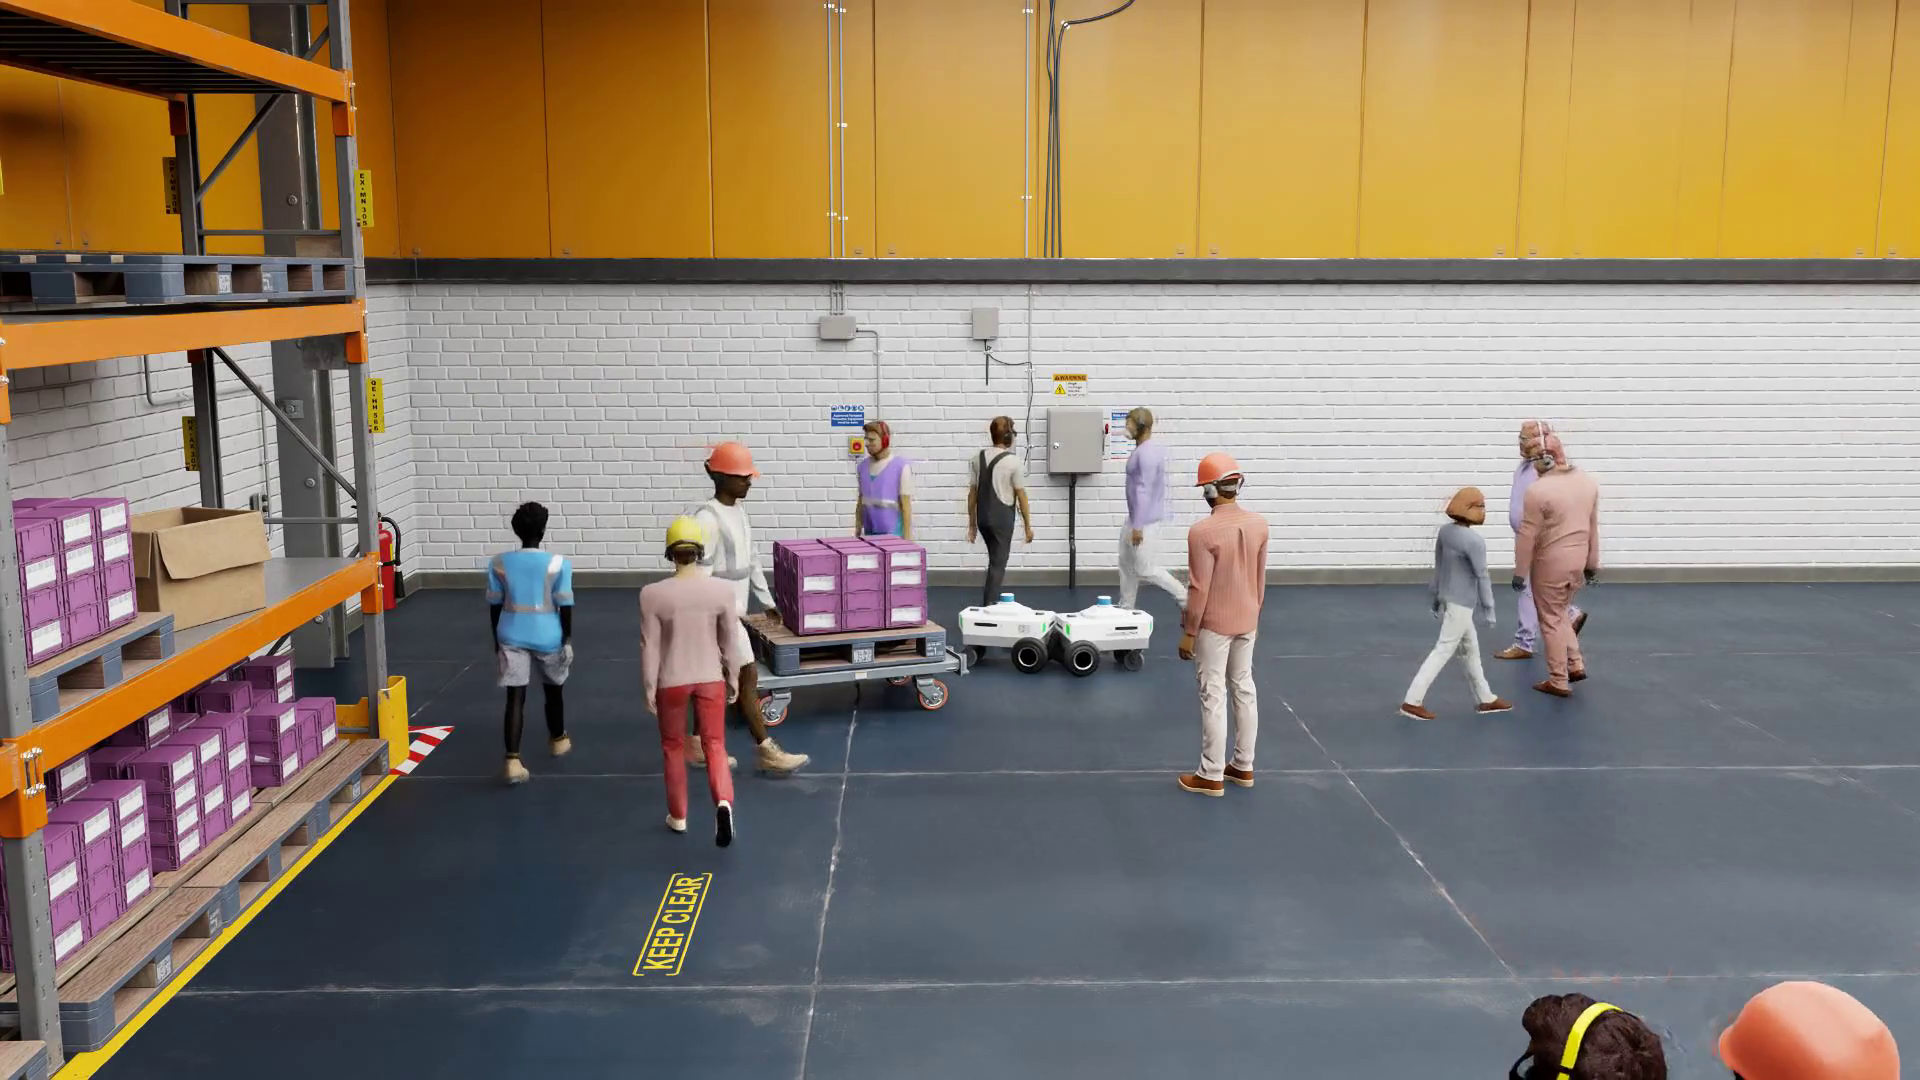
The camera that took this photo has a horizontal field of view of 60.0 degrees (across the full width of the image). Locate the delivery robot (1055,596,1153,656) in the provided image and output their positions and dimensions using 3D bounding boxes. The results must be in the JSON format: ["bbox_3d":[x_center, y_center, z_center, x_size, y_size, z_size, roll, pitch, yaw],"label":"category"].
[{"bbox_3d":[1.092,0.667,12.589,0.707,0.478,0.477,-2,9,-12],"label":"delivery robot"}]

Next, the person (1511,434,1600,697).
[{"bbox_3d":[4.202,0.184,11.807,0.677,1.876,0.440,-5,11,-29],"label":"person"}]

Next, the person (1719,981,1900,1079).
[{"bbox_3d":[1.379,1.630,2.901,0.603,1.886,0.692,-4,10,-22],"label":"person"}]

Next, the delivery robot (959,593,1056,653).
[{"bbox_3d":[0.357,0.649,12.701,0.707,0.478,0.477,3,10,17],"label":"delivery robot"}]

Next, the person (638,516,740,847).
[{"bbox_3d":[-1.406,0.752,8.741,0.531,1.748,0.703,-3,10,-20],"label":"person"}]

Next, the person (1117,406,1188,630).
[{"bbox_3d":[1.582,-0.154,13.774,0.821,1.915,0.642,0,9,-1],"label":"person"}]

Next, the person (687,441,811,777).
[{"bbox_3d":[-1.269,0.417,9.940,0.874,2.011,0.611,1,9,8],"label":"person"}]

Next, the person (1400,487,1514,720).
[{"bbox_3d":[3.364,0.431,11.186,0.869,1.582,0.519,-2,9,-11],"label":"person"}]

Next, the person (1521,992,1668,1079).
[{"bbox_3d":[0.988,1.651,2.899,0.523,1.835,0.910,-8,12,-40],"label":"person"}]

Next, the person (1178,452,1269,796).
[{"bbox_3d":[1.508,0.484,9.626,0.611,1.985,0.393,-7,12,-37],"label":"person"}]

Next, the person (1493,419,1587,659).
[{"bbox_3d":[4.566,-0.006,12.961,0.738,1.886,0.656,-1,9,-6],"label":"person"}]

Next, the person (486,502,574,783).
[{"bbox_3d":[-2.571,0.593,9.985,0.540,1.652,0.857,0,9,1],"label":"person"}]

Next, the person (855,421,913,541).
[{"bbox_3d":[-0.598,-0.045,13.341,0.603,1.830,0.472,8,13,42],"label":"person"}]

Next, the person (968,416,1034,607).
[{"bbox_3d":[0.351,-0.121,13.831,0.508,1.822,0.636,9,13,44],"label":"person"}]
